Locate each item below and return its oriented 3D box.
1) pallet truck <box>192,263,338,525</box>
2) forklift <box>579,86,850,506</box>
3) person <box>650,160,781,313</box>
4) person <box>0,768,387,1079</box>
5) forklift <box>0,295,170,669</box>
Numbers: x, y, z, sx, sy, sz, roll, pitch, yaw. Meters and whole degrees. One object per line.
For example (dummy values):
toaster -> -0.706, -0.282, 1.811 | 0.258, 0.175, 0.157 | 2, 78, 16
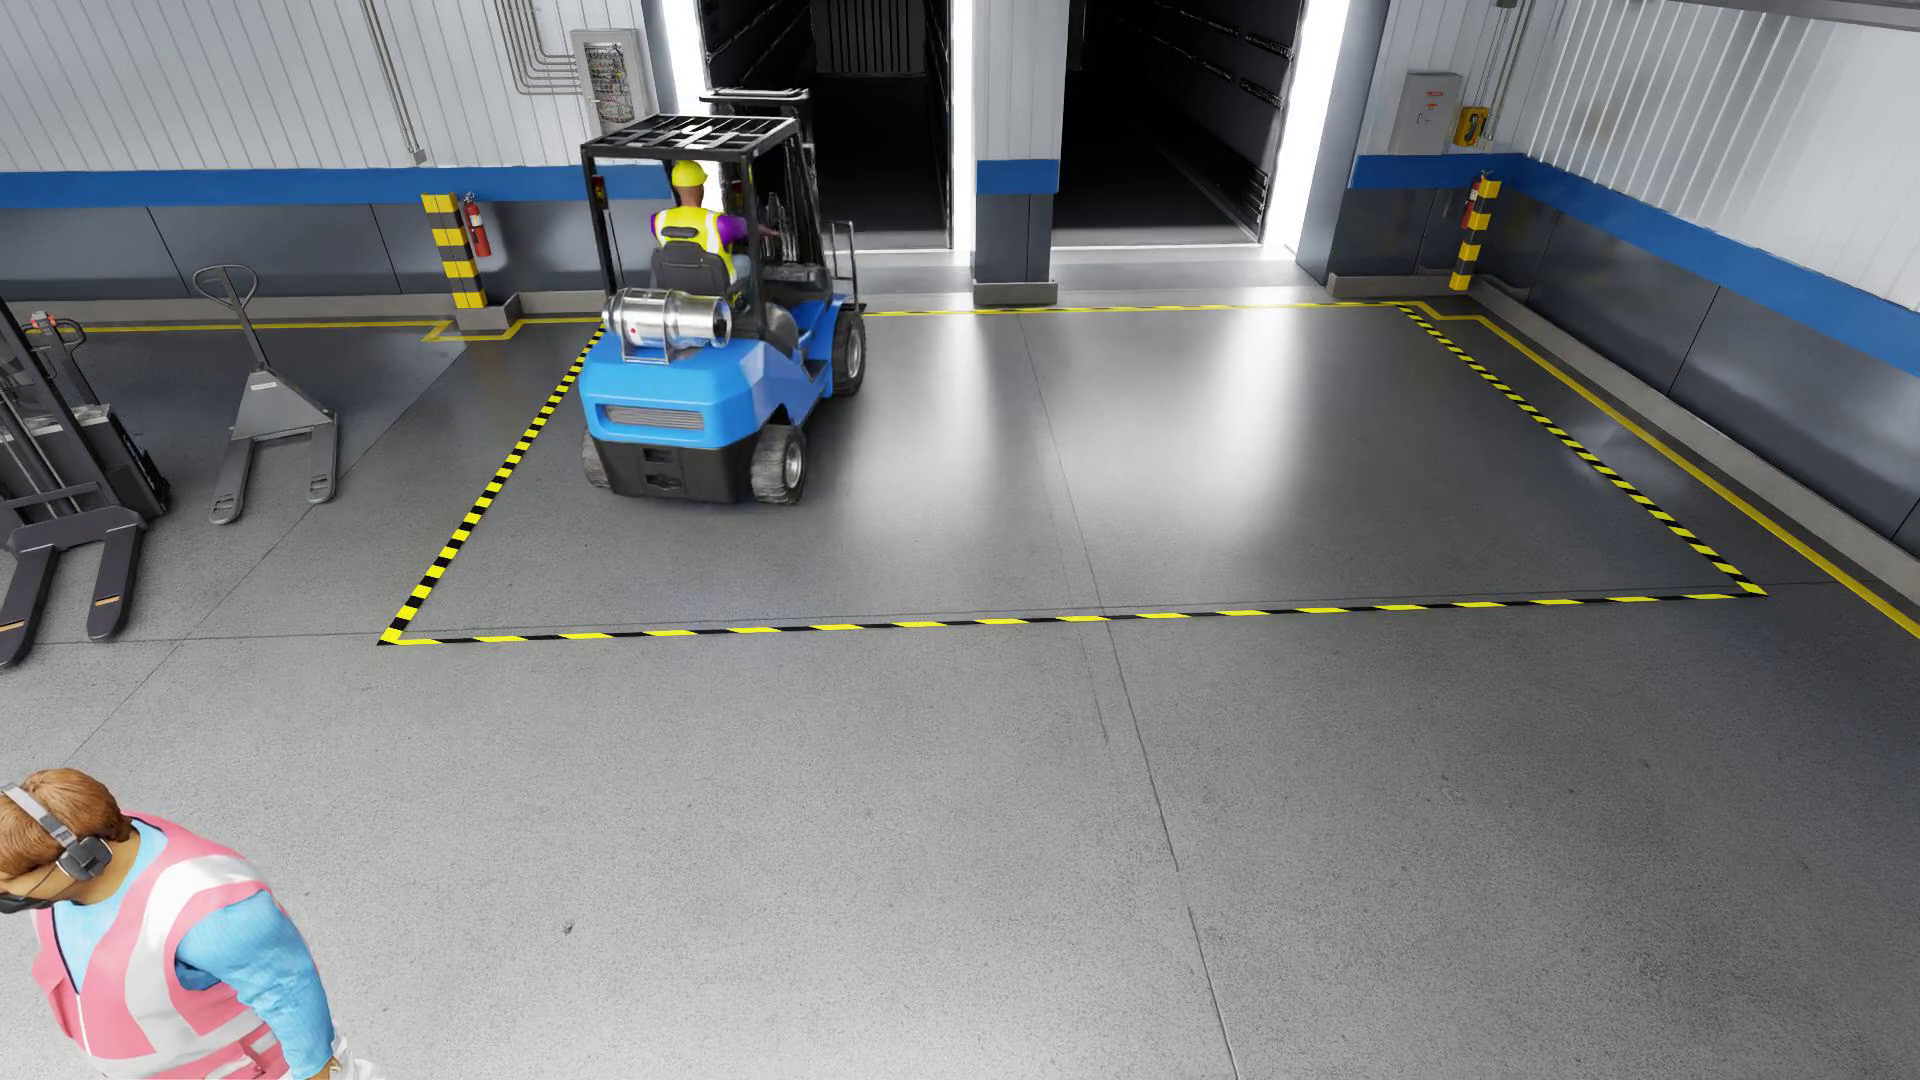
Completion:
pallet truck -> -4.778, -1.027, 6.128 | 0.680, 1.201, 1.601 | -17, 38, -23
forklift -> -1.594, -1.765, 6.215 | 1.157, 2.036, 2.680 | 5, 35, 8
person -> -1.577, -1.951, 6.156 | 0.635, 1.293, 1.004 | 5, 35, 8
person -> -1.862, 1.244, 2.337 | 0.633, 1.841, 0.429 | 12, 37, 16
forklift -> -5.212, -0.618, 4.878 | 0.823, 1.965, 1.885 | -20, 39, -26
